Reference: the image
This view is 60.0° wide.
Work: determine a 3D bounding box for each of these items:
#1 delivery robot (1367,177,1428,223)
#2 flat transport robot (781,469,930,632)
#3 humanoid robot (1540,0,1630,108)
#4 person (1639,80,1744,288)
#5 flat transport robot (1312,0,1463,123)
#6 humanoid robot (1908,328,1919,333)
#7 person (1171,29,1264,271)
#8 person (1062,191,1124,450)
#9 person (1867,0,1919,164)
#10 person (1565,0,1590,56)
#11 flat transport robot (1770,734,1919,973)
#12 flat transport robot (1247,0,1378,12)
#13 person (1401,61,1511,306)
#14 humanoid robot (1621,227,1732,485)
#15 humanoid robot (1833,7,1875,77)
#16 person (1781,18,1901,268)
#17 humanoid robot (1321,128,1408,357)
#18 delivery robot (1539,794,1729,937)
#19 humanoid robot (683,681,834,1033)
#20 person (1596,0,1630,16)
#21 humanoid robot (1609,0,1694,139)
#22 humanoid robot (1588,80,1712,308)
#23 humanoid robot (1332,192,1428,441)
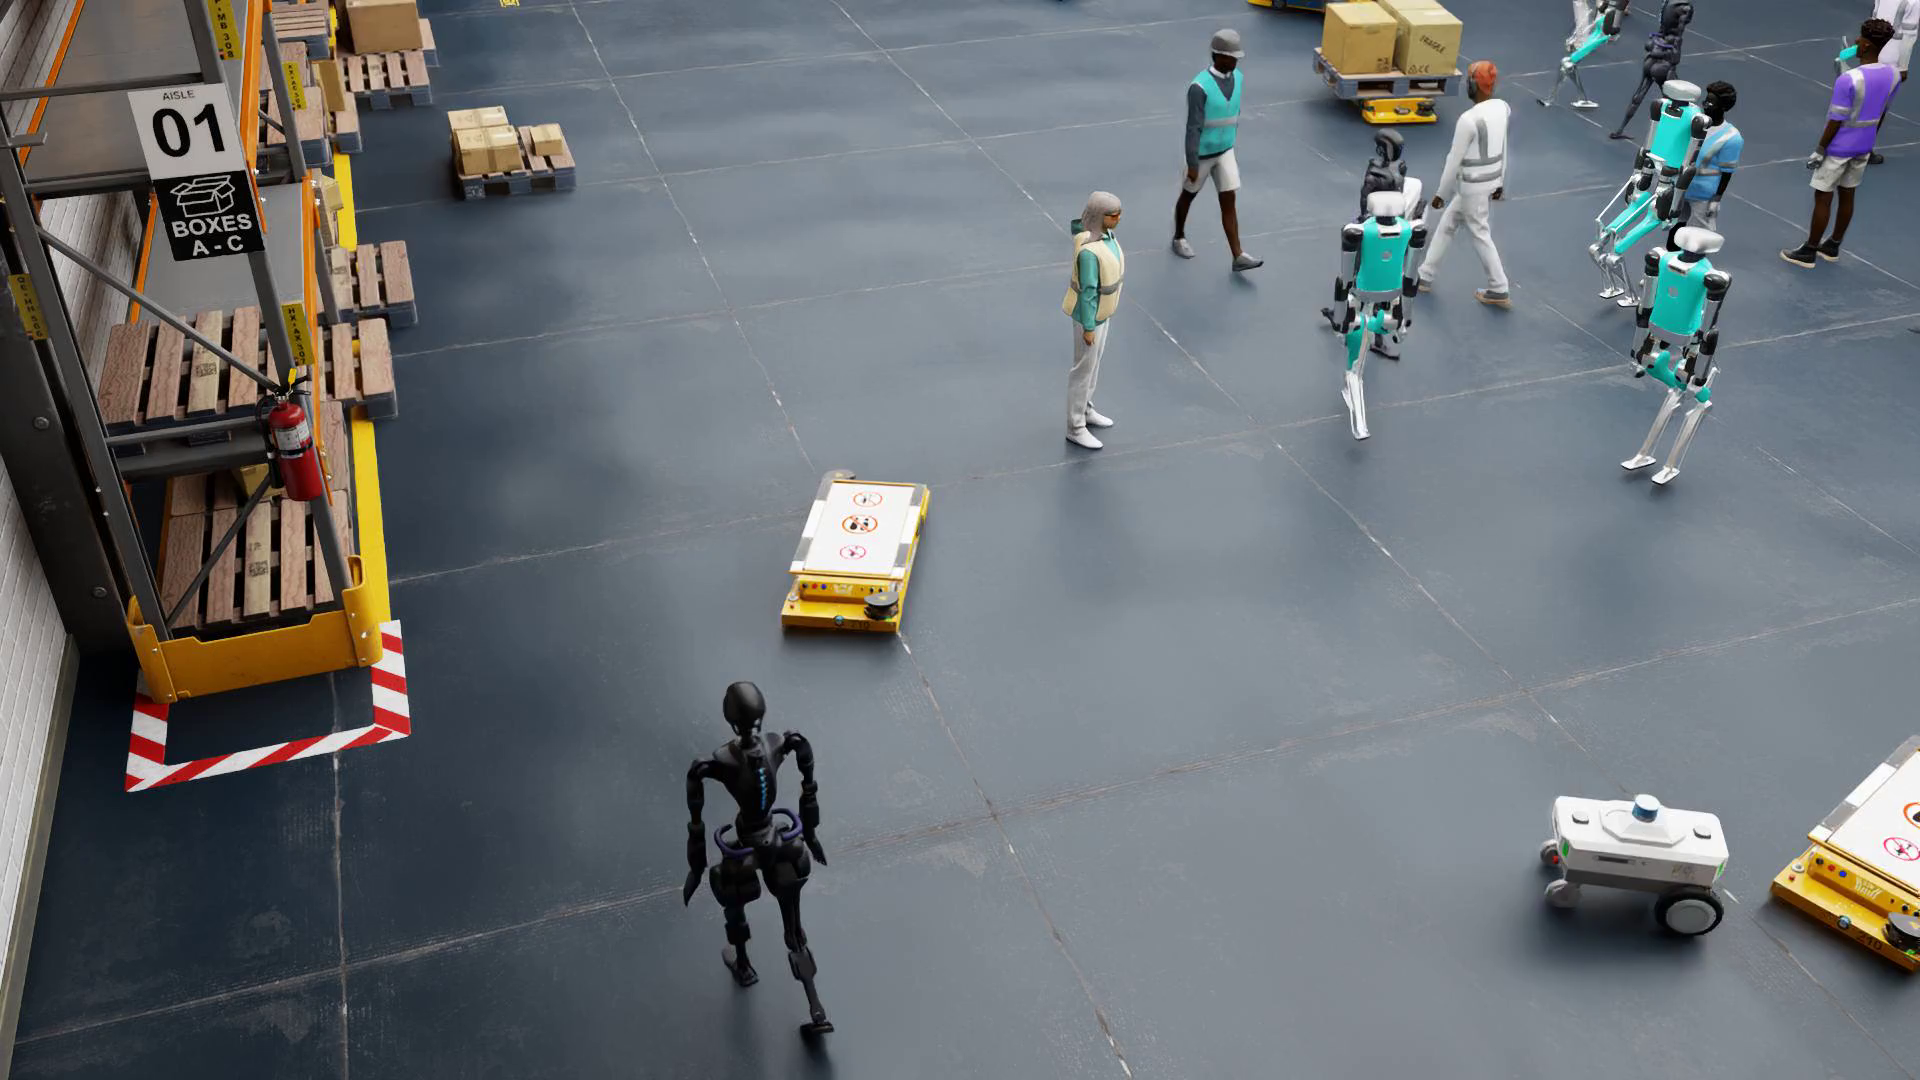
[{"bbox_3d":[3.589,-2.773,13.828,0.499,0.571,0.756,15,36,21],"label":"delivery robot"},{"bbox_3d":[-0.591,0.043,9.793,0.659,0.231,1.431,4,33,5],"label":"flat transport robot"},{"bbox_3d":[6.149,-5.021,16.310,0.780,1.895,0.552,2,33,2],"label":"humanoid robot"},{"bbox_3d":[5.573,-2.637,12.594,0.321,1.697,0.529,-14,36,-20],"label":"person"},{"bbox_3d":[4.258,-4.520,16.791,0.659,0.231,1.431,-3,33,-5],"label":"flat transport robot"},{"bbox_3d":[7.315,-2.120,11.834,0.652,1.640,0.606,1,33,2],"label":"humanoid robot"},{"bbox_3d":[2.019,-3.018,12.995,0.605,1.888,0.992,-18,37,-25],"label":"person"},{"bbox_3d":[0.847,-1.433,10.735,0.365,1.709,0.474,10,34,15],"label":"person"},{"bbox_3d":[8.424,-4.391,15.080,0.380,1.929,0.544,-5,33,-8],"label":"person"},{"bbox_3d":[6.689,-6.155,17.873,0.494,1.826,0.551,-16,36,-23],"label":"person"},{"bbox_3d":[4.423,1.410,7.697,1.431,0.231,0.659,-26,41,-33],"label":"flat transport robot"},{"bbox_3d":[4.195,-6.439,19.735,1.431,0.231,0.659,17,37,24],"label":"flat transport robot"},{"bbox_3d":[3.885,-2.673,12.541,0.908,1.838,0.567,21,38,28],"label":"person"},{"bbox_3d":[4.468,-1.163,10.204,0.738,1.693,0.531,-21,39,-29],"label":"humanoid robot"},{"bbox_3d":[8.833,-4.885,16.082,0.558,1.861,0.750,-10,34,-15],"label":"humanoid robot"},{"bbox_3d":[6.958,-3.106,13.071,0.611,1.961,0.364,-13,35,-19],"label":"person"},{"bbox_3d":[2.966,-2.154,11.932,0.754,1.653,0.589,26,41,34],"label":"humanoid robot"},{"bbox_3d":[3.034,1.403,7.453,0.801,0.602,0.499,6,34,9],"label":"delivery robot"},{"bbox_3d":[-0.793,1.289,6.634,0.606,1.637,0.749,-17,37,-24],"label":"humanoid robot"},{"bbox_3d":[7.661,-6.898,19.149,0.475,1.673,0.371,20,38,28],"label":"person"},{"bbox_3d":[6.604,-4.506,15.506,0.721,1.631,0.594,2,33,3],"label":"humanoid robot"},{"bbox_3d":[4.984,-2.522,12.265,0.735,1.672,0.533,-12,35,-18],"label":"humanoid robot"},{"bbox_3d":[2.633,-1.500,10.813,0.556,1.730,1.020,-2,33,-2],"label":"humanoid robot"}]
